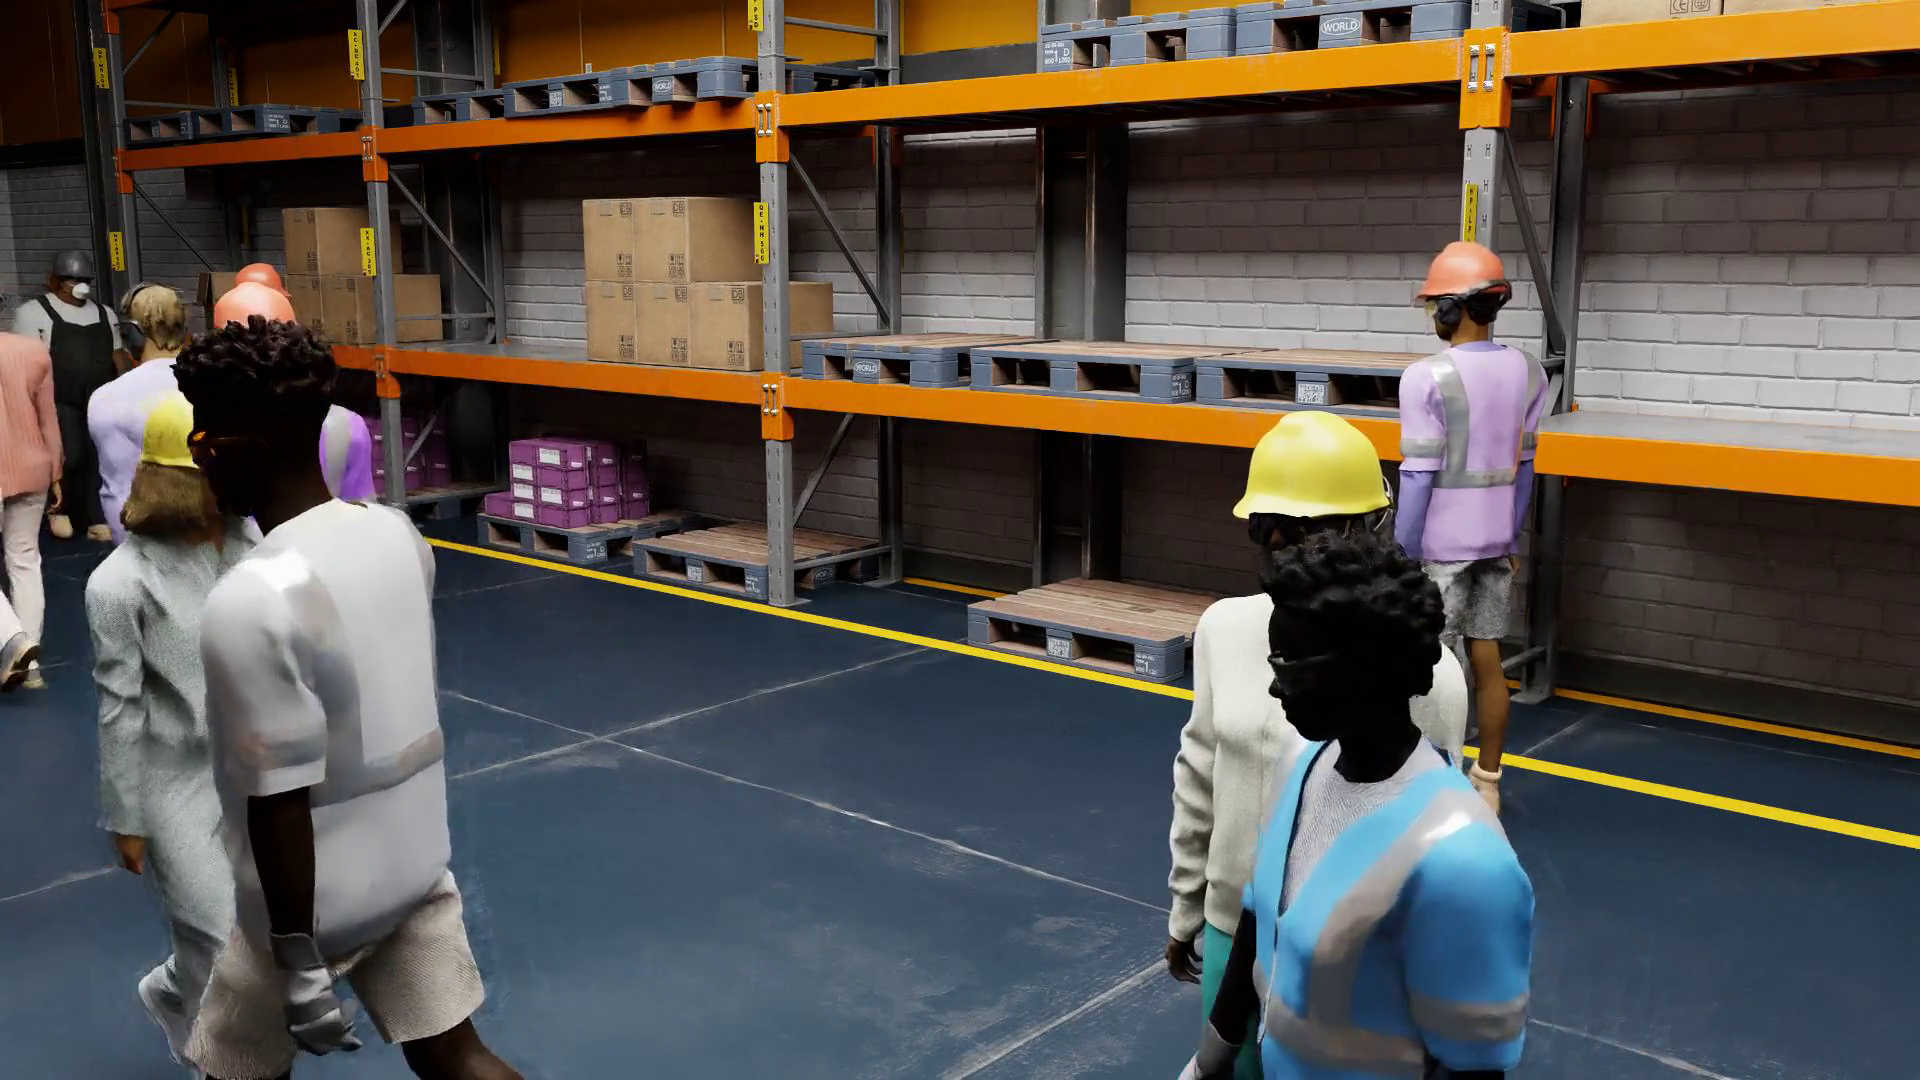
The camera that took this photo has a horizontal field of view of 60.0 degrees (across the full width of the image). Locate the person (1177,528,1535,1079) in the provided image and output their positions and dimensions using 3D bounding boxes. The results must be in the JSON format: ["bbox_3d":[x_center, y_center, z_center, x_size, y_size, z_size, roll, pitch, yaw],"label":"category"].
[{"bbox_3d":[0.450,0.814,2.226,0.682,1.667,0.531,-1,10,-6],"label":"person"}]

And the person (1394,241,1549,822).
[{"bbox_3d":[1.710,0.004,5.748,0.608,2.045,0.369,-6,11,-29],"label":"person"}]

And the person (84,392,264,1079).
[{"bbox_3d":[-1.704,0.521,3.696,0.532,1.725,0.500,5,11,28],"label":"person"}]

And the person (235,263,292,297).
[{"bbox_3d":[-3.942,-0.593,9.453,0.374,1.935,0.552,-6,12,-31],"label":"person"}]

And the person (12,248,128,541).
[{"bbox_3d":[-6.019,-0.986,11.394,0.536,2.000,0.710,7,12,33],"label":"person"}]

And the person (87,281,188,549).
[{"bbox_3d":[-2.668,0.060,5.810,0.851,1.917,0.629,6,12,31],"label":"person"}]

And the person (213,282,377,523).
[{"bbox_3d":[-1.920,0.246,4.705,0.543,1.928,0.373,-7,12,-33],"label":"person"}]

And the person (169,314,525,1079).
[{"bbox_3d":[-1.006,0.572,2.892,0.977,1.930,0.612,2,10,13],"label":"person"}]

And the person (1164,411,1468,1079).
[{"bbox_3d":[0.562,0.668,2.762,0.525,1.769,0.309,9,14,43],"label":"person"}]

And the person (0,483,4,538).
[{"bbox_3d":[-3.048,0.224,4.999,0.387,1.877,0.757,-9,13,-40],"label":"person"}]

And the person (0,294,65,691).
[{"bbox_3d":[-4.313,-0.264,7.480,0.593,1.979,0.631,7,12,37],"label":"person"}]
